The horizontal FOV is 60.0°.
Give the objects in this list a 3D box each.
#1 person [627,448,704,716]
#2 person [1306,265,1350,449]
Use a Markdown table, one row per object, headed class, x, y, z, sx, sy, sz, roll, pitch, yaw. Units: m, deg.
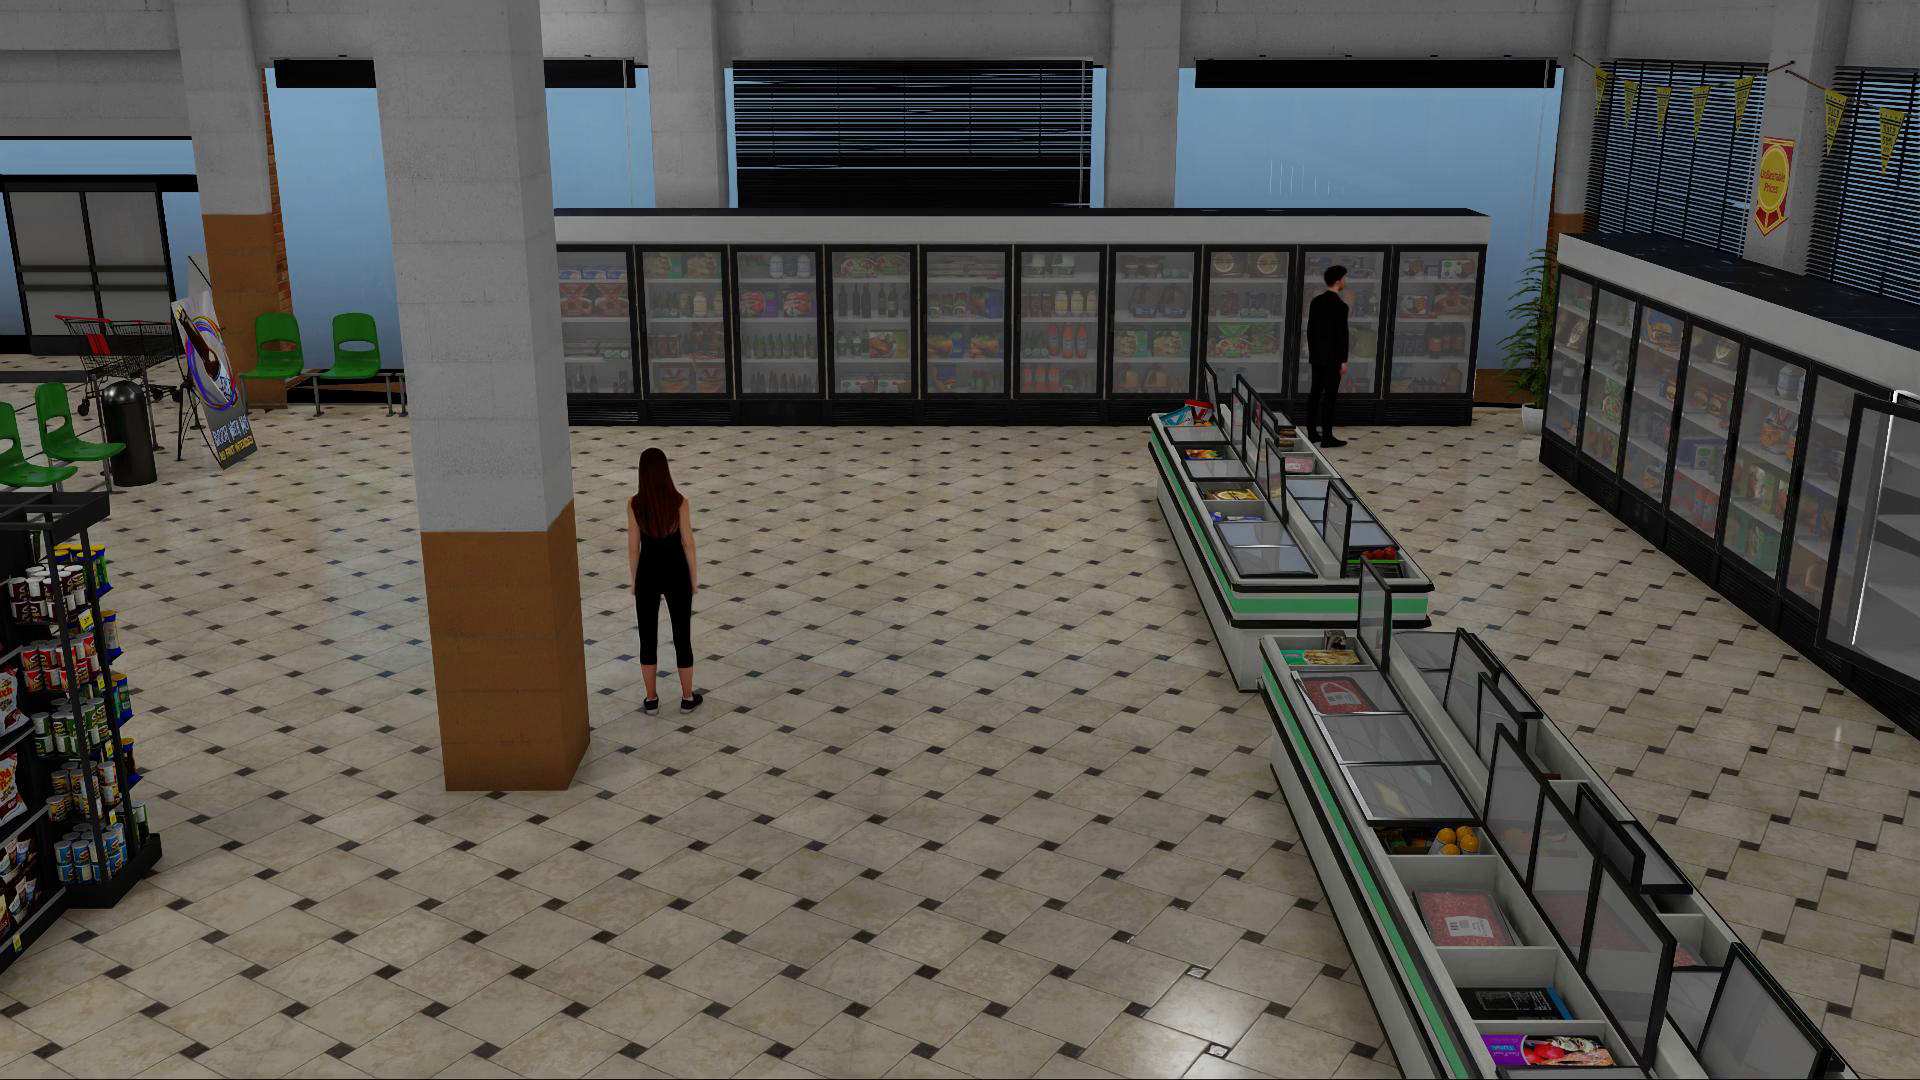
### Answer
| class | x | y | z | sx | sy | sz | roll | pitch | yaw |
| --- | --- | --- | --- | --- | --- | --- | --- | --- | --- |
| person | -1.878 | 0.259 | 10.471 | 0.569 | 1.726 | 0.505 | -1 | 17 | -2 |
| person | 3.835 | -1.923 | 17.372 | 0.844 | 1.891 | 0.719 | -10 | 19 | -29 |
